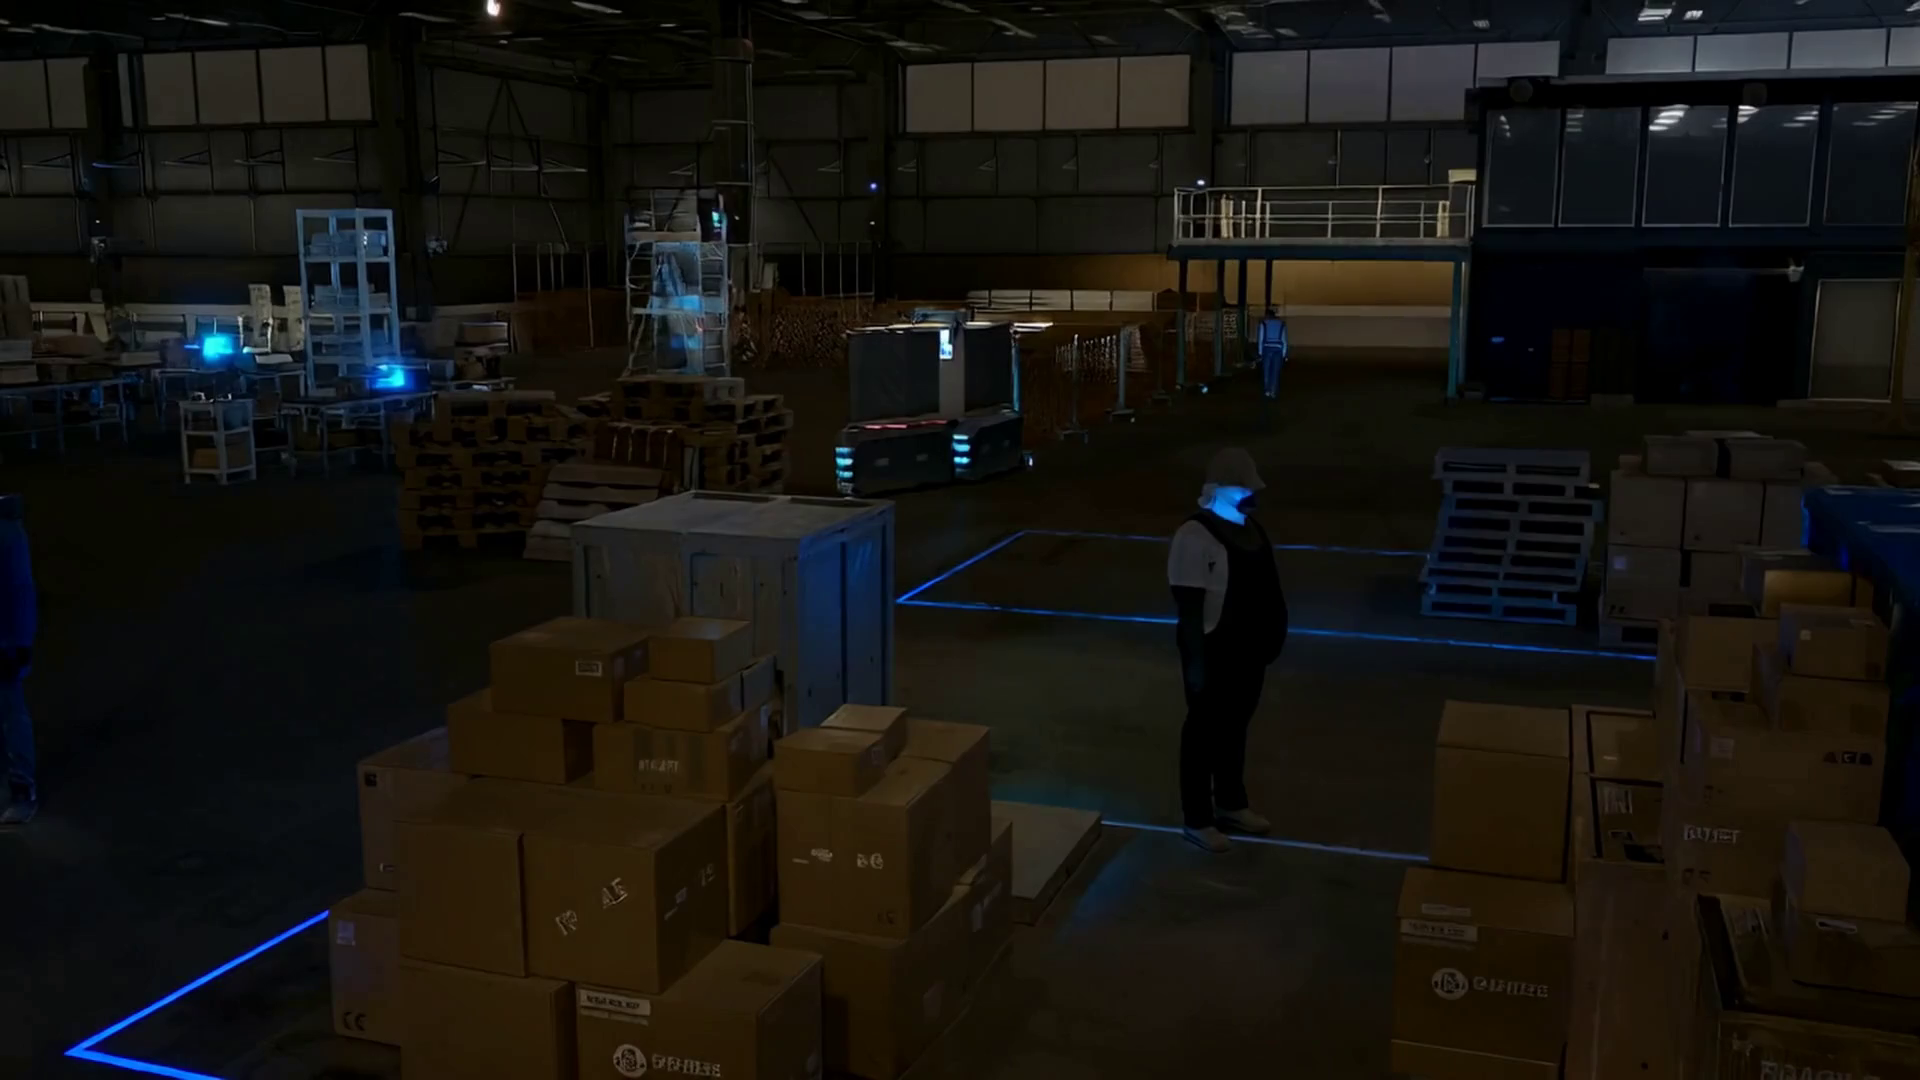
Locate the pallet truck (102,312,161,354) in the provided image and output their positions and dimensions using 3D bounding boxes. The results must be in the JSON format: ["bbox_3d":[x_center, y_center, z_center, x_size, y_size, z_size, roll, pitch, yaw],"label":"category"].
[{"bbox_3d":[-23.057,-5.777,46.261,0.680,1.201,1.601,3,11,19],"label":"pallet truck"}]

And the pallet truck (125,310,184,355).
[{"bbox_3d":[-22.038,-5.665,45.457,0.704,1.261,1.522,3,11,17],"label":"pallet truck"}]

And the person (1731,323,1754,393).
[{"bbox_3d":[16.034,-3.781,33.885,0.509,1.617,0.609,-10,14,-43],"label":"person"}]

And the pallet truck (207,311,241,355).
[{"bbox_3d":[-19.537,-5.575,44.913,0.653,1.274,1.630,3,11,19],"label":"pallet truck"}]

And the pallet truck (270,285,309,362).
[{"bbox_3d":[-17.147,-5.700,43.663,0.823,1.965,1.885,3,11,17],"label":"pallet truck"}]

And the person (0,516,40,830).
[{"bbox_3d":[-5.104,0.520,8.636,0.610,1.996,0.379,1,10,5],"label":"person"}]

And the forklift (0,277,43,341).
[{"bbox_3d":[-27.151,-6.329,46.328,1.157,1.987,2.680,3,11,17],"label":"forklift"}]

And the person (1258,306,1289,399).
[{"bbox_3d":[6.212,-3.720,32.989,0.593,1.841,0.994,3,10,15],"label":"person"}]

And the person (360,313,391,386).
[{"bbox_3d":[-11.813,-3.941,33.627,0.615,2.042,0.374,-8,13,-37],"label":"person"}]

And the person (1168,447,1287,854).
[{"bbox_3d":[1.387,0.537,8.416,0.537,2.000,0.682,8,13,39],"label":"person"}]

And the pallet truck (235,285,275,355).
[{"bbox_3d":[-18.327,-5.835,44.421,0.823,1.965,1.885,4,11,23],"label":"pallet truck"}]
